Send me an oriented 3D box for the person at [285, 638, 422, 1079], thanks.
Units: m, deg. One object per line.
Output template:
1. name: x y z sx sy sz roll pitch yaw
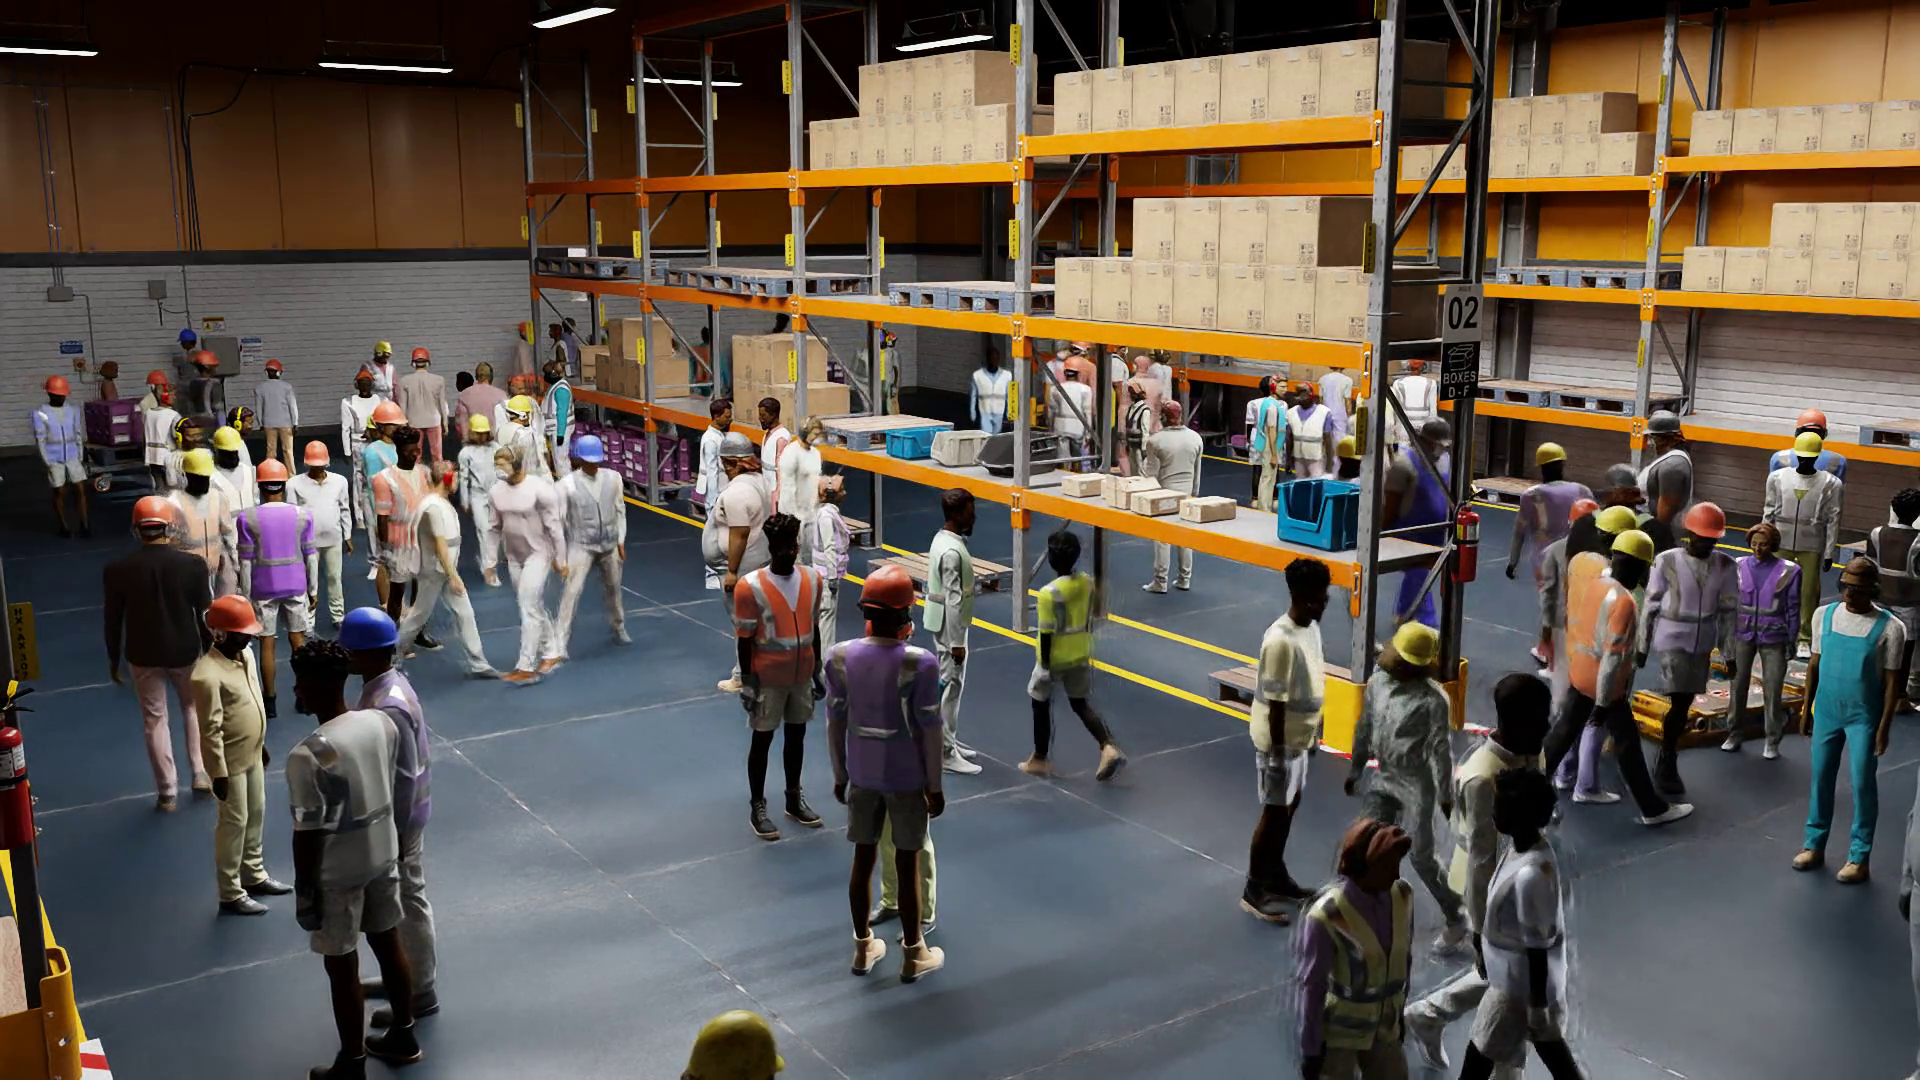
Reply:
1. person: -2.605 1.373 7.063 0.380 1.958 0.598 4 12 21

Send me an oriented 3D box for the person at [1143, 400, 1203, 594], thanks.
1. person: 2.063 -0.423 16.364 0.643 1.908 0.411 -6 12 -28

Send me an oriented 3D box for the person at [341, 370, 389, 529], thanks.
1. person: -7.025 -1.073 19.748 0.582 1.882 0.338 -7 13 -33

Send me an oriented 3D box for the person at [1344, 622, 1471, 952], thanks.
1. person: 2.258 1.226 8.440 0.556 1.714 0.581 -7 13 -31

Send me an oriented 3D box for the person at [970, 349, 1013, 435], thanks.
1. person: 0.456 -1.756 23.325 0.594 1.853 1.025 -2 11 -11

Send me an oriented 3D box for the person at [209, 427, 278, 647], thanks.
1. person: -6.191 -0.016 14.269 0.461 1.919 0.624 7 13 32

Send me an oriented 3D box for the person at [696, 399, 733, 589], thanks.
1. person: -2.410 -0.454 16.531 0.408 1.907 0.598 0 11 1

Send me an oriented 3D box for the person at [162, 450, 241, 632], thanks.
1. person: -6.030 0.210 13.233 0.996 1.864 0.593 6 12 27

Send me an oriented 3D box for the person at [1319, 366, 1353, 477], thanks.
1. person: 5.129 -1.634 22.746 0.509 1.838 0.343 10 15 42

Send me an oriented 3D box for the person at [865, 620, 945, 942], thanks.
1. person: -0.336 1.186 8.557 0.575 1.740 0.354 10 15 41

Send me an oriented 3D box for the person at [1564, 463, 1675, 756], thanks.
1. person: 4.638 0.430 11.650 0.704 2.000 0.969 7 13 34

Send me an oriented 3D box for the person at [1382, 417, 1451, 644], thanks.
1. person: 4.104 -0.124 14.488 0.750 2.000 1.016 -6 12 -28

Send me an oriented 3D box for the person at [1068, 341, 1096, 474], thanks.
1. person: 1.700 -1.917 23.785 0.614 1.990 0.392 7 13 33

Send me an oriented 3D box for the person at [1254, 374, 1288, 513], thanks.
1. person: 3.675 -1.043 19.700 0.396 1.841 0.565 1 11 7

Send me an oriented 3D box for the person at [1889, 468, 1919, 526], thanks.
1. person: 7.510 0.265 12.926 0.586 1.879 0.374 4 12 21

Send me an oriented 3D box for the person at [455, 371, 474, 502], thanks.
1. person: -6.387 -1.341 21.598 0.318 1.697 0.535 -2 11 -9

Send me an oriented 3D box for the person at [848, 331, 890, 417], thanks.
1. person: -1.480 -2.484 27.021 0.646 1.875 0.978 -4 12 -21

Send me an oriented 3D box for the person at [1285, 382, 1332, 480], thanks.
1. person: 3.978 -0.890 18.985 0.612 1.827 0.464 10 15 42

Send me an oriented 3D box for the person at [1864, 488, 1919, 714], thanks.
1. person: 7.007 0.452 12.441 0.320 1.694 0.533 -6 13 -30

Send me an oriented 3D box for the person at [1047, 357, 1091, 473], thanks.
1. person: 1.384 -1.401 21.351 0.552 1.902 0.851 0 11 -2

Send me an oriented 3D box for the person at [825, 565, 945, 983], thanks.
1. person: -0.347 1.128 8.070 0.605 2.045 0.385 5 12 23

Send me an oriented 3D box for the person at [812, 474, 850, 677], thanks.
1. person: -1.038 0.285 13.420 0.311 1.642 0.513 -1 11 -3

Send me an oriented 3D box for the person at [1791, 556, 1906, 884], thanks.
1. person: 4.965 0.989 9.307 0.345 1.840 0.502 -8 14 -36

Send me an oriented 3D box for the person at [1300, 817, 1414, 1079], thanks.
1. person: 1.402 1.756 5.914 0.542 1.620 0.394 -7 13 -32

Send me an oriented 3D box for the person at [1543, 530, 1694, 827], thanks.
1. person: 3.897 0.849 10.029 1.084 1.838 0.612 -1 11 -4

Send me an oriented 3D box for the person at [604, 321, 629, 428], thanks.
1. person: -6.082 -2.904 29.266 0.620 1.890 0.923 -1 11 -5

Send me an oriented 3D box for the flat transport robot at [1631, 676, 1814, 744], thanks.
1. flat transport robot: 5.507 1.224 12.130 1.431 0.197 0.652 -5 12 -24

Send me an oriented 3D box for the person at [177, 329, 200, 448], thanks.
1. person: -11.927 -2.314 25.934 0.404 1.945 0.615 -5 12 -26

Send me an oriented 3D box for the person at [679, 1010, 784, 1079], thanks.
1. person: -0.585 2.027 4.273 0.490 1.733 0.318 7 13 33

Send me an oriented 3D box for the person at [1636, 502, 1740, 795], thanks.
1. person: 4.688 0.691 10.653 0.555 1.905 0.637 -1 11 -4

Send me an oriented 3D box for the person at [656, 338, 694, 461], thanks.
1. person: -4.437 -2.106 25.089 1.015 1.879 0.629 7 13 31

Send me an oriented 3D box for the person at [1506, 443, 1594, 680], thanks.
1. person: 4.755 0.155 13.471 0.617 1.877 0.876 -1 11 -5

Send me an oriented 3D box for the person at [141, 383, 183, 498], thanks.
1. person: -8.884 -0.830 18.612 0.564 1.841 0.389 5 12 24

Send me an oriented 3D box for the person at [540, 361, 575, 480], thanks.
1. person: -5.217 -1.399 21.571 0.429 1.831 0.629 -5 12 -23

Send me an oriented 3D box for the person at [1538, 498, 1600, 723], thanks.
1. person: 4.387 0.556 11.780 0.578 1.733 0.391 0 11 0

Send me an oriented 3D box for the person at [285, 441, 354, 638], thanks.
1. person: -5.640 -0.014 14.684 0.563 1.741 0.339 -8 13 -34

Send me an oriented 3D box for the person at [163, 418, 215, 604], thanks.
1. person: -7.092 -0.211 15.404 0.312 1.860 0.502 5 12 23

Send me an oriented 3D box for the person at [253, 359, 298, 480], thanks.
1. person: -9.362 -1.611 22.841 0.560 1.748 0.330 0 11 -2

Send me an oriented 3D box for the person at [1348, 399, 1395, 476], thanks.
1. person: 4.447 -0.739 18.107 0.564 1.854 0.428 2 11 9

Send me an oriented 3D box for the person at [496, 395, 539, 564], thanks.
1. person: -4.653 -0.618 17.588 0.590 1.824 0.404 10 15 42

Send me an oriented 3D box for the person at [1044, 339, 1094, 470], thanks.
1. person: 1.580 -1.949 23.828 0.755 2.000 0.544 1 11 3

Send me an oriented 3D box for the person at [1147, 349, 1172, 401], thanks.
1. person: 2.977 -2.093 25.259 0.526 1.772 0.307 -3 12 -16

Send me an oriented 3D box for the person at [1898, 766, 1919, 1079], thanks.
1. person: 4.024 1.471 6.713 0.400 1.894 0.657 -1 11 -6

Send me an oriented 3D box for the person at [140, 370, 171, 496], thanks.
1. person: -10.193 -1.300 21.251 0.339 1.751 0.571 1 11 4
